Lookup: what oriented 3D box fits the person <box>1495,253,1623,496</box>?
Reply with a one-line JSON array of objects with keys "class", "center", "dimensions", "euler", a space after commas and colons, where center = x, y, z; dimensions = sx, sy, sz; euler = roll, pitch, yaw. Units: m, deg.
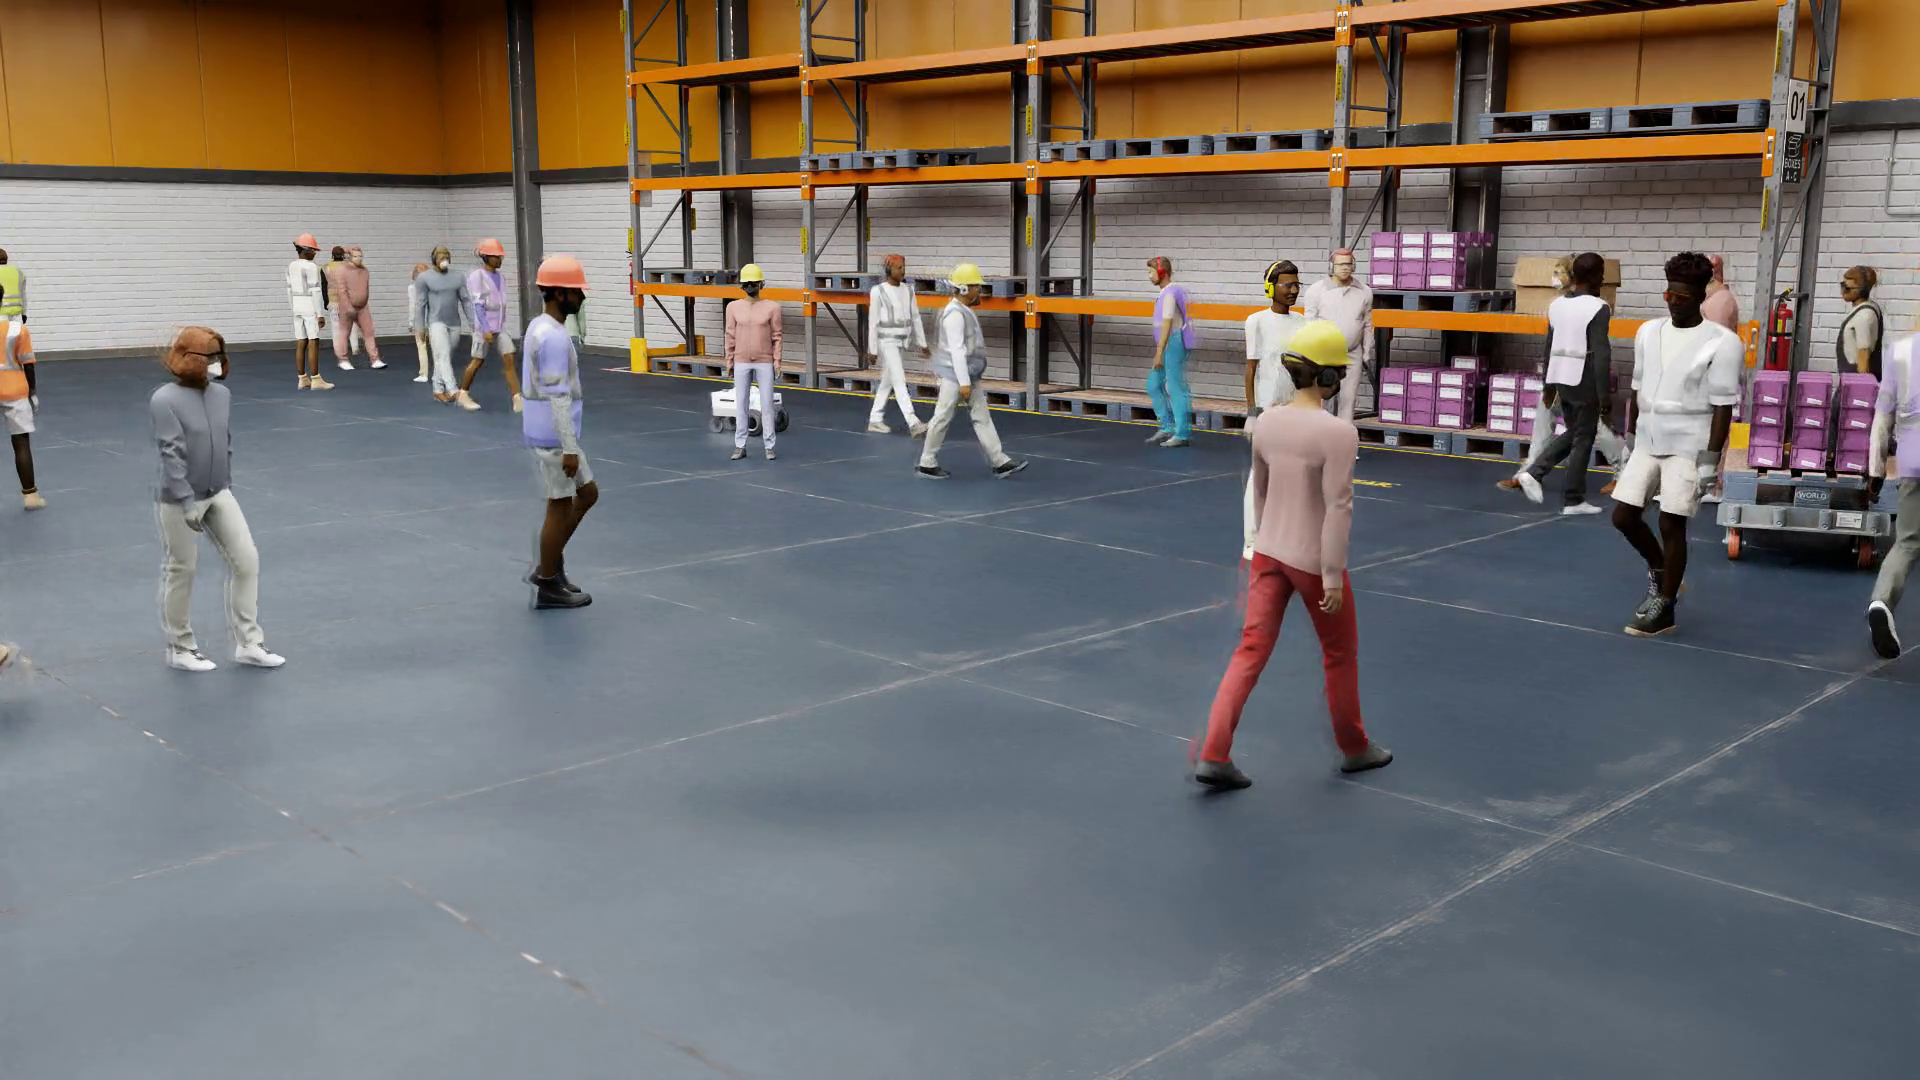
[{"class": "person", "center": [4.820, -1.278, 12.952], "dimensions": [1.050, 1.892, 0.641], "euler": [3, 11, 15]}]

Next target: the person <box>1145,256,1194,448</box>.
[{"class": "person", "center": [1.973, -1.792, 15.905], "dimensions": [0.539, 1.813, 0.605], "euler": [0, 10, 2]}]

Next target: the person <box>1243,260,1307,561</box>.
[{"class": "person", "center": [1.971, -0.786, 10.300], "dimensions": [0.524, 1.871, 0.325], "euler": [-8, 13, -36]}]

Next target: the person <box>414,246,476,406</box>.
[{"class": "person", "center": [-6.105, -2.550, 19.853], "dimensions": [1.045, 1.881, 0.640], "euler": [10, 14, 43]}]

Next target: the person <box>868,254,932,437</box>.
[{"class": "person", "center": [-0.619, -1.965, 16.845], "dimensions": [0.981, 1.835, 0.588], "euler": [9, 13, 39]}]

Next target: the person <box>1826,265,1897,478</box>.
[{"class": "person", "center": [6.889, -1.182, 12.634], "dimensions": [0.892, 1.806, 0.584], "euler": [9, 13, 39]}]

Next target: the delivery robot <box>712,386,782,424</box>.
[{"class": "delivery robot", "center": [-2.186, -1.406, 17.012], "dimensions": [0.707, 0.478, 0.477], "euler": [6, 12, 27]}]

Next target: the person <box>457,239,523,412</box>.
[{"class": "person", "center": [-5.403, -2.450, 19.085], "dimensions": [1.068, 1.995, 0.600], "euler": [5, 12, 27]}]

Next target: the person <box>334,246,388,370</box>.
[{"class": "person", "center": [-9.041, -3.456, 24.919], "dimensions": [1.005, 1.847, 0.635], "euler": [7, 13, 35]}]

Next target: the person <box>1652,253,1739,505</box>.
[{"class": "person", "center": [5.511, -1.196, 12.488], "dimensions": [0.685, 1.880, 0.663], "euler": [5, 12, 25]}]

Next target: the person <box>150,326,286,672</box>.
[{"class": "person", "center": [-3.431, -0.169, 7.637], "dimensions": [0.653, 1.607, 0.496], "euler": [4, 11, 22]}]

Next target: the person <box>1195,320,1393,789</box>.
[{"class": "person", "center": [1.228, 0.061, 6.083], "dimensions": [0.898, 1.722, 0.536], "euler": [-7, 12, -34]}]

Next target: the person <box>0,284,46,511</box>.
[{"class": "person", "center": [-7.040, -1.046, 12.185], "dimensions": [0.540, 1.696, 0.317], "euler": [-3, 11, -18]}]

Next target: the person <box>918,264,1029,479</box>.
[{"class": "person", "center": [0.076, -1.370, 13.700], "dimensions": [0.945, 1.781, 0.617], "euler": [2, 11, 13]}]

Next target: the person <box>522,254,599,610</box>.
[{"class": "person", "center": [-2.150, -0.570, 8.970], "dimensions": [0.426, 1.920, 0.581], "euler": [-4, 11, -19]}]

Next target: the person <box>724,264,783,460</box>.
[{"class": "person", "center": [-1.860, -1.599, 15.012], "dimensions": [0.525, 1.769, 0.316], "euler": [0, 10, 0]}]

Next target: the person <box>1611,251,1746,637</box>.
[{"class": "person", "center": [3.566, -0.462, 8.324], "dimensions": [0.435, 1.943, 0.640], "euler": [-6, 12, -28]}]

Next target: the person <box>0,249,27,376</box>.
[{"class": "person", "center": [-13.585, -3.221, 23.660], "dimensions": [0.429, 1.839, 0.633], "euler": [6, 12, 28]}]

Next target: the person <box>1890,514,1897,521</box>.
[{"class": "person", "center": [6.895, -1.045, 11.710], "dimensions": [1.019, 1.884, 0.549], "euler": [2, 11, 10]}]

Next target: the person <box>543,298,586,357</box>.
[{"class": "person", "center": [-4.743, -2.418, 19.900], "dimensions": [0.524, 1.610, 0.644], "euler": [-5, 11, -24]}]

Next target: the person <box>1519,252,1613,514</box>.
[{"class": "person", "center": [4.425, -1.114, 11.999], "dimensions": [0.511, 1.903, 0.594], "euler": [-2, 11, -13]}]

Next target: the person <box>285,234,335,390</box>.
[{"class": "person", "center": [-8.539, -2.982, 21.826], "dimensions": [0.605, 2.034, 0.392], "euler": [7, 13, 34]}]

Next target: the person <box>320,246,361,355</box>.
[{"class": "person", "center": [-10.476, -4.050, 28.190], "dimensions": [0.621, 1.838, 0.429], "euler": [-3, 11, -14]}]

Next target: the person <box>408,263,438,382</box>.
[{"class": "person", "center": [-7.428, -3.014, 23.087], "dimensions": [0.274, 1.632, 0.507], "euler": [8, 13, 37]}]

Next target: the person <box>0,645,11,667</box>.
[{"class": "person", "center": [-4.543, -0.204, 6.897], "dimensions": [0.860, 1.963, 0.635], "euler": [-2, 11, -11]}]

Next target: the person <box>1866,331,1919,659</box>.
[{"class": "person", "center": [4.573, -0.342, 7.808], "dimensions": [0.605, 1.895, 0.729], "euler": [10, 15, 44]}]

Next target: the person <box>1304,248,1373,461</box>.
[{"class": "person", "center": [3.390, -1.651, 14.917], "dimensions": [0.651, 1.906, 0.403], "euler": [-1, 10, -6]}]
